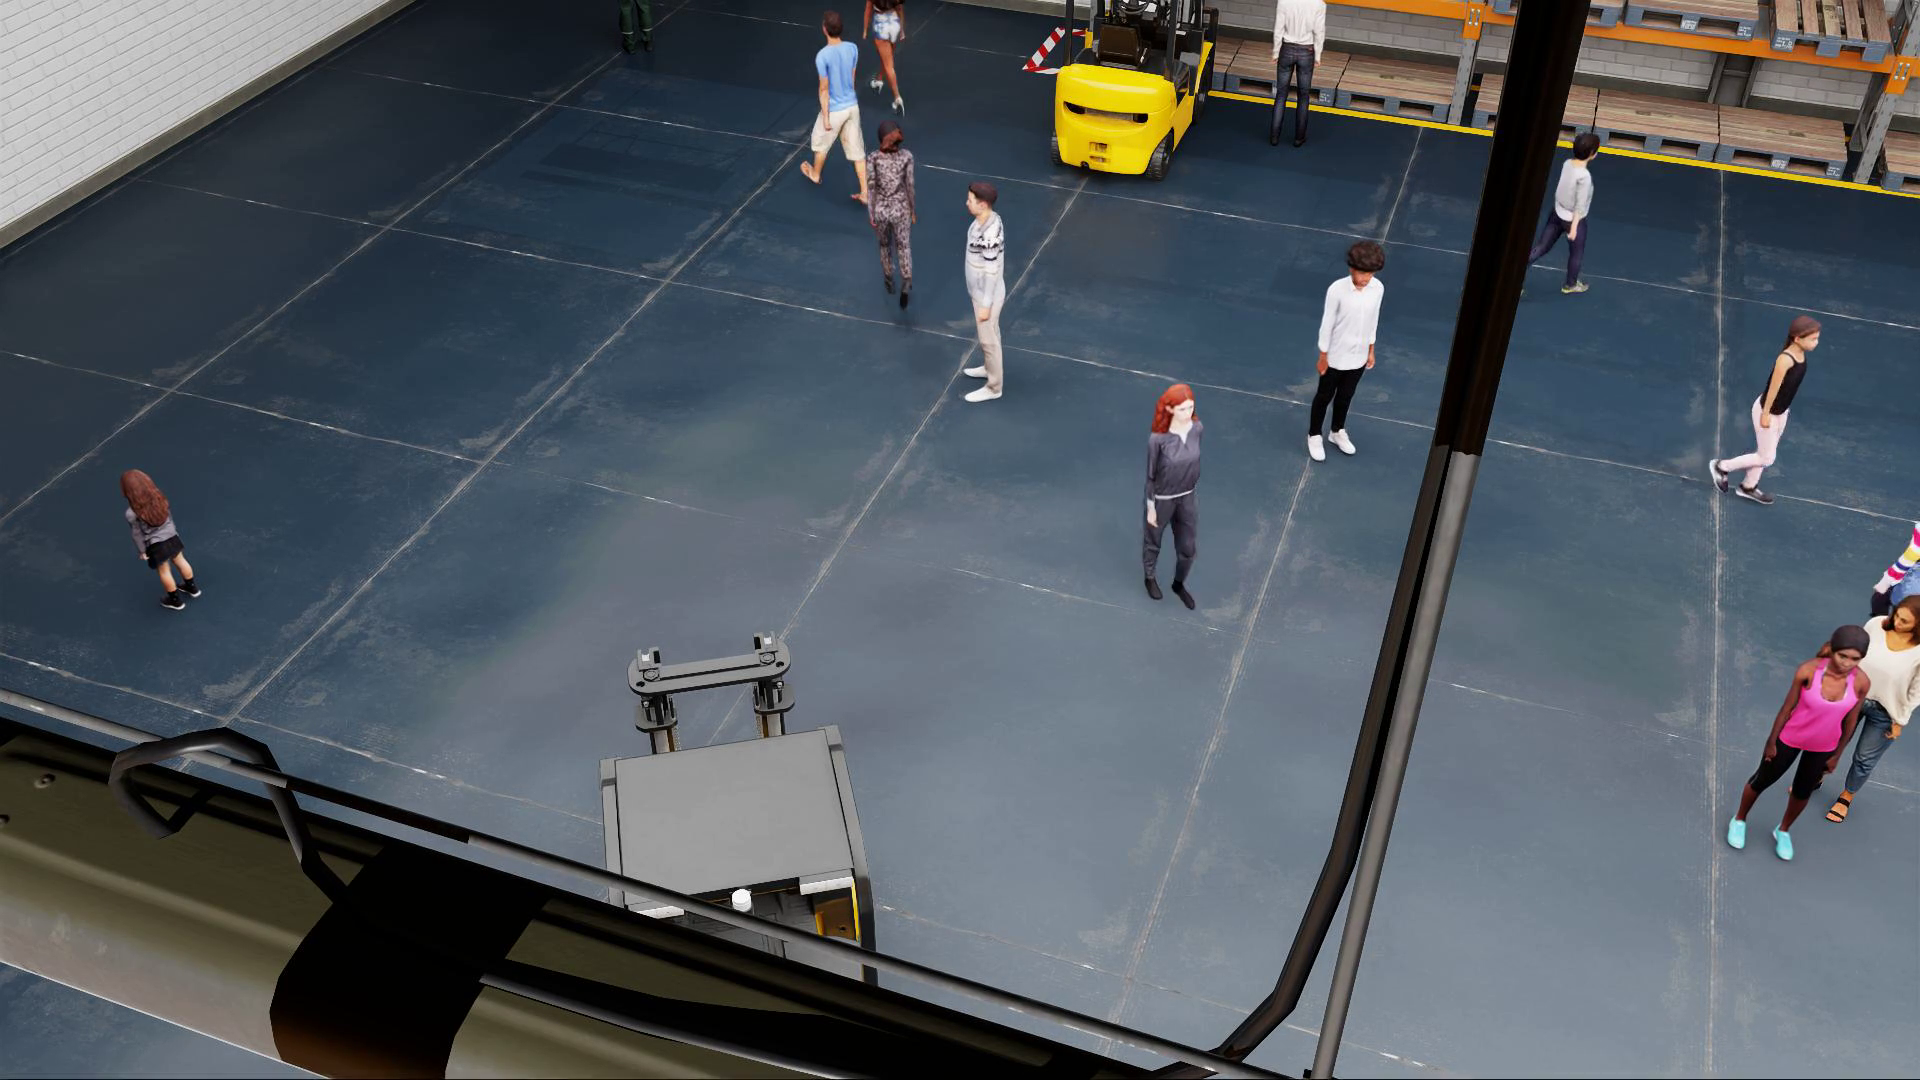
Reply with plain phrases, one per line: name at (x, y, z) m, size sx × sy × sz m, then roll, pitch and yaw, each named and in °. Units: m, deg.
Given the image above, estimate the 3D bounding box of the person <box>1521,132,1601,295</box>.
person at (5.201, -2.789, 14.444) m, size 1.095 × 1.523 × 0.943 m, roll -10°, pitch 40°, yaw -12°

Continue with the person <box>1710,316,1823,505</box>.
person at (5.863, -0.960, 12.126) m, size 0.691 × 1.558 × 0.804 m, roll -31°, pitch 48°, yaw -33°

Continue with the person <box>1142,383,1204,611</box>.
person at (1.360, -0.328, 11.174) m, size 0.752 × 1.758 × 0.809 m, roll -13°, pitch 40°, yaw -15°

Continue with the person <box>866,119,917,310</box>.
person at (-0.575, -2.772, 14.285) m, size 1.017 × 1.695 × 0.951 m, roll -7°, pitch 39°, yaw -9°

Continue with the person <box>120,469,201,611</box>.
person at (-5.454, -0.021, 11.312) m, size 0.453 × 1.105 × 0.474 m, roll 15°, pitch 41°, yaw 18°

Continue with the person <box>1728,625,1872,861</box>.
person at (4.770, 1.126, 9.382) m, size 0.466 × 1.722 × 0.587 m, roll 13°, pitch 40°, yaw 15°

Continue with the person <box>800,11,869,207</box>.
person at (-1.082, -4.030, 15.764) m, size 1.079 × 1.815 × 1.294 m, roll -26°, pitch 45°, yaw -28°

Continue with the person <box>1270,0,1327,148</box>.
person at (3.401, -4.881, 16.786) m, size 0.500 × 1.871 × 0.733 m, roll 9°, pitch 39°, yaw 11°

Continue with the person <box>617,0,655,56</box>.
person at (-3.730, -6.409, 18.723) m, size 0.763 × 1.839 × 0.840 m, roll -13°, pitch 41°, yaw -16°

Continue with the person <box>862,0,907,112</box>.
person at (-0.751, -5.291, 17.529) m, size 0.957 × 1.583 × 1.069 m, roll -20°, pitch 43°, yaw -23°

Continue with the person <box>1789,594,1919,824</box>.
person at (5.302, 0.940, 9.651) m, size 0.761 × 1.677 × 0.673 m, roll -23°, pitch 44°, yaw -26°

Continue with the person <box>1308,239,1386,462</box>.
person at (2.900, -1.447, 12.533) m, size 0.692 × 1.810 × 0.776 m, roll -12°, pitch 40°, yaw -14°

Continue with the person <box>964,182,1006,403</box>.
person at (0.216, -1.979, 13.160) m, size 0.688 × 1.860 × 0.755 m, roll 0°, pitch 39°, yaw 0°
